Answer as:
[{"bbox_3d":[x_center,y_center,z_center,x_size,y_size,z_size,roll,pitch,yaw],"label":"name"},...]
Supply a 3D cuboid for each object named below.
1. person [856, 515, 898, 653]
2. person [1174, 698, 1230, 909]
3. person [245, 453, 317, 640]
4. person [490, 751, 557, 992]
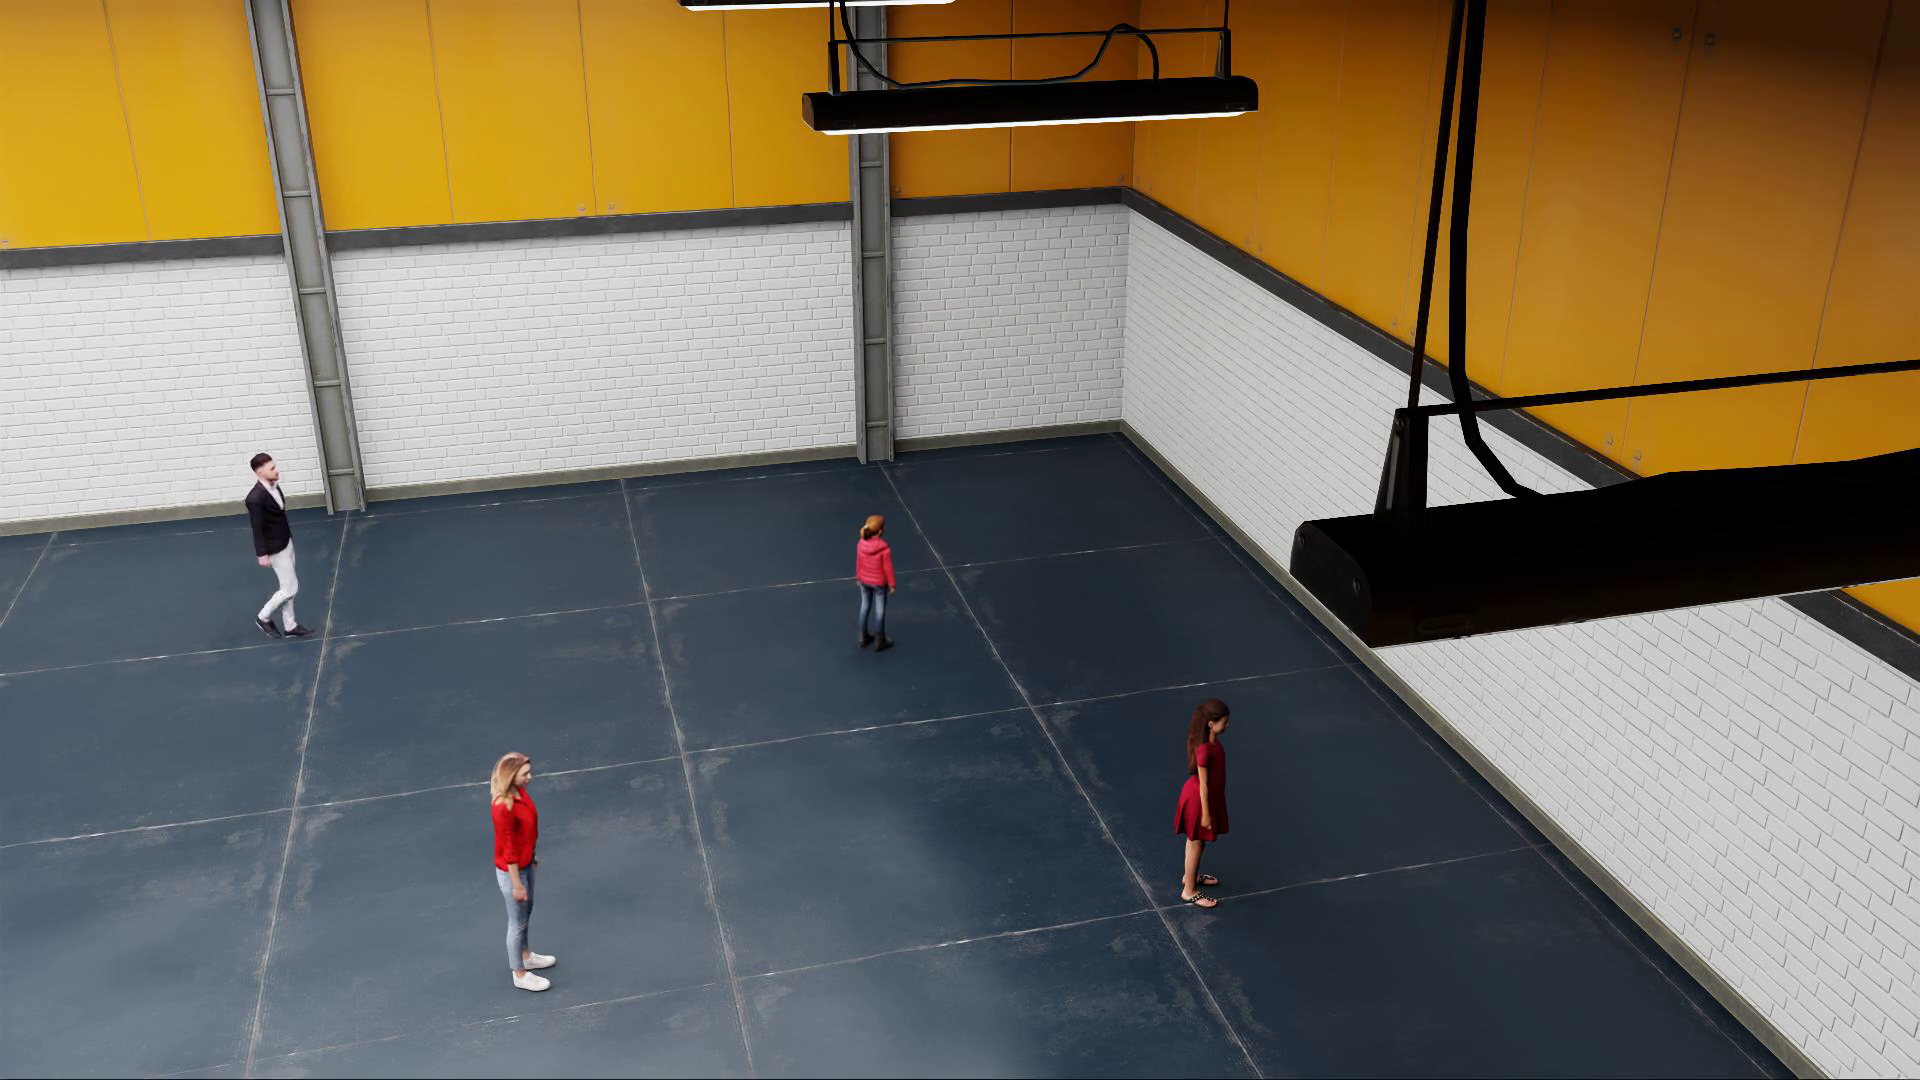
[{"bbox_3d":[-0.796,0.399,15.117,0.626,1.315,0.683,13,27,27],"label":"person"},{"bbox_3d":[1.688,1.802,11.605,0.712,1.557,0.653,4,24,9],"label":"person"},{"bbox_3d":[-6.351,0.064,15.237,0.800,1.833,0.744,0,24,-1],"label":"person"},{"bbox_3d":[-2.849,2.111,10.713,0.582,1.705,0.659,-1,24,-2],"label":"person"}]
